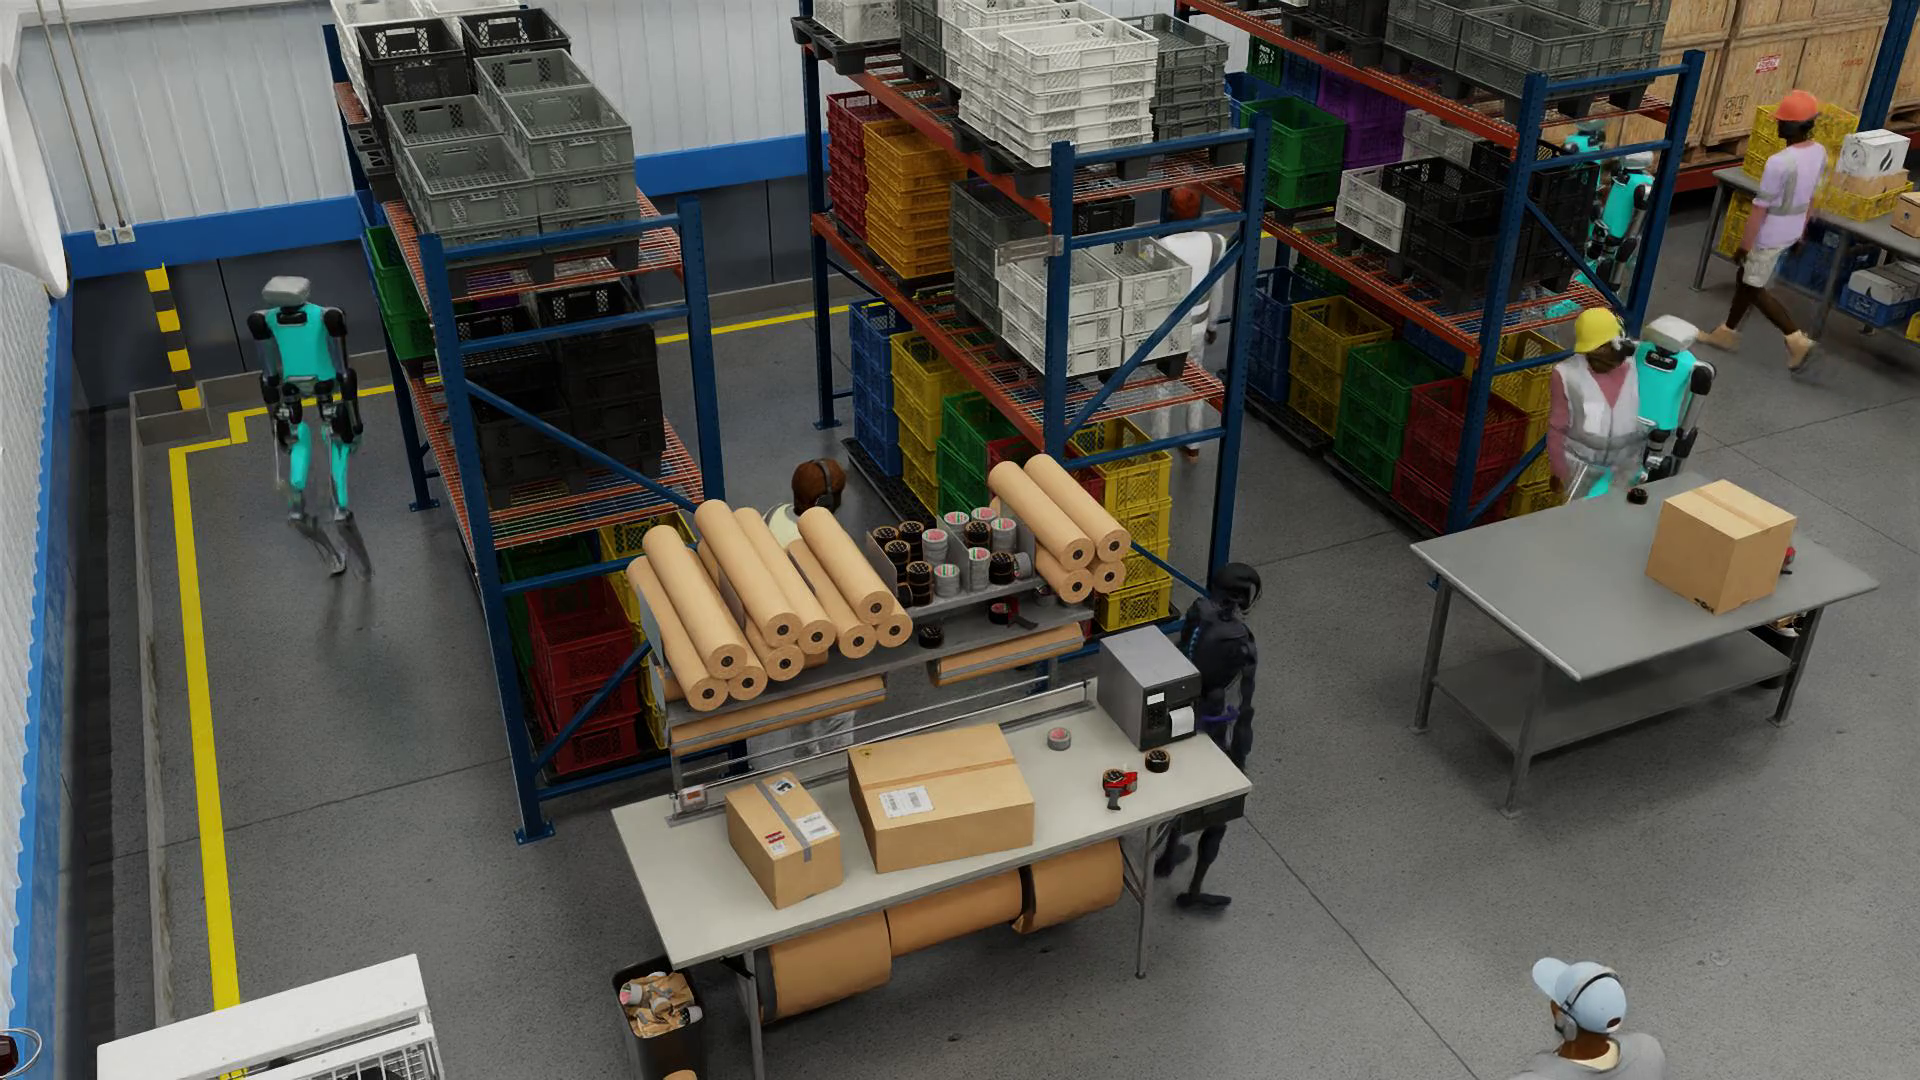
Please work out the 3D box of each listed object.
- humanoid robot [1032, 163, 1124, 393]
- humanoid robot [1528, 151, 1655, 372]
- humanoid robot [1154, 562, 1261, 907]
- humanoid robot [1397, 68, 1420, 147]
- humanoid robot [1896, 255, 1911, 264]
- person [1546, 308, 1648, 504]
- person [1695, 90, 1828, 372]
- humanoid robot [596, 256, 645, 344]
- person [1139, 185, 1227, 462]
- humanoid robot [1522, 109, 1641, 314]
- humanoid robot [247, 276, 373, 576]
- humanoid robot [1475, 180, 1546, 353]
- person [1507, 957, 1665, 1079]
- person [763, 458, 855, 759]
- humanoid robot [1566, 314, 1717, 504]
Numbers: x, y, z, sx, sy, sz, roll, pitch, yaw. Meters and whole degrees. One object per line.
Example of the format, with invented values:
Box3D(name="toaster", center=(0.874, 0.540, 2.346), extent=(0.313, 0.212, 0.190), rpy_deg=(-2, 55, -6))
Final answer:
Box3D(name="humanoid robot", center=(0.712, -1.791, 11.510), extent=(0.531, 1.808, 0.767), rpy_deg=(-24, 39, -33))
Box3D(name="humanoid robot", center=(4.307, -1.905, 11.567), extent=(0.742, 1.687, 0.532), rpy_deg=(-1, 32, -2))
Box3D(name="humanoid robot", center=(1.073, 0.833, 7.288), extent=(0.411, 1.636, 0.669), rpy_deg=(-14, 34, -21))
Box3D(name="humanoid robot", center=(3.660, -3.255, 13.899), extent=(0.315, 1.657, 0.599), rpy_deg=(1, 32, 1))
Box3D(name="humanoid robot", center=(7.867, -2.845, 13.286), extent=(0.586, 1.661, 0.552), rpy_deg=(-16, 35, -24))
Box3D(name="person", center=(3.569, -0.459, 9.281), extent=(0.686, 1.779, 0.432), rpy_deg=(7, 32, 11))
Box3D(name="person", center=(5.870, -2.170, 11.851), extent=(0.608, 2.007, 0.893), rpy_deg=(-22, 38, -31))
Box3D(name="humanoid robot", center=(-2.219, -1.312, 10.825), extent=(0.719, 1.646, 0.610), rpy_deg=(19, 36, 28))
Box3D(name="person", center=(1.394, -1.345, 10.615), extent=(0.582, 1.882, 0.338), rpy_deg=(-10, 33, -16))
Box3D(name="humanoid robot", center=(4.703, -2.239, 12.195), extent=(1.007, 1.716, 0.534), rpy_deg=(27, 40, 36))
Box3D(name="humanoid robot", center=(-3.713, -0.533, 9.500), extent=(0.535, 1.841, 0.774), rpy_deg=(-2, 32, -4))
Box3D(name="humanoid robot", center=(3.748, -1.737, 11.434), extent=(0.599, 1.657, 0.315), rpy_deg=(-4, 32, -7))
Box3D(name="person", center=(1.809, 2.005, 5.204), extent=(0.597, 1.850, 0.386), rpy_deg=(-13, 34, -20))
Box3D(name="person", center=(-0.629, 0.448, 7.746), extent=(0.429, 1.841, 0.620), rpy_deg=(-23, 38, -32))
Box3D(name="humanoid robot", center=(3.628, -0.296, 9.131), extent=(0.549, 1.872, 0.711), rpy_deg=(26, 40, 36))
